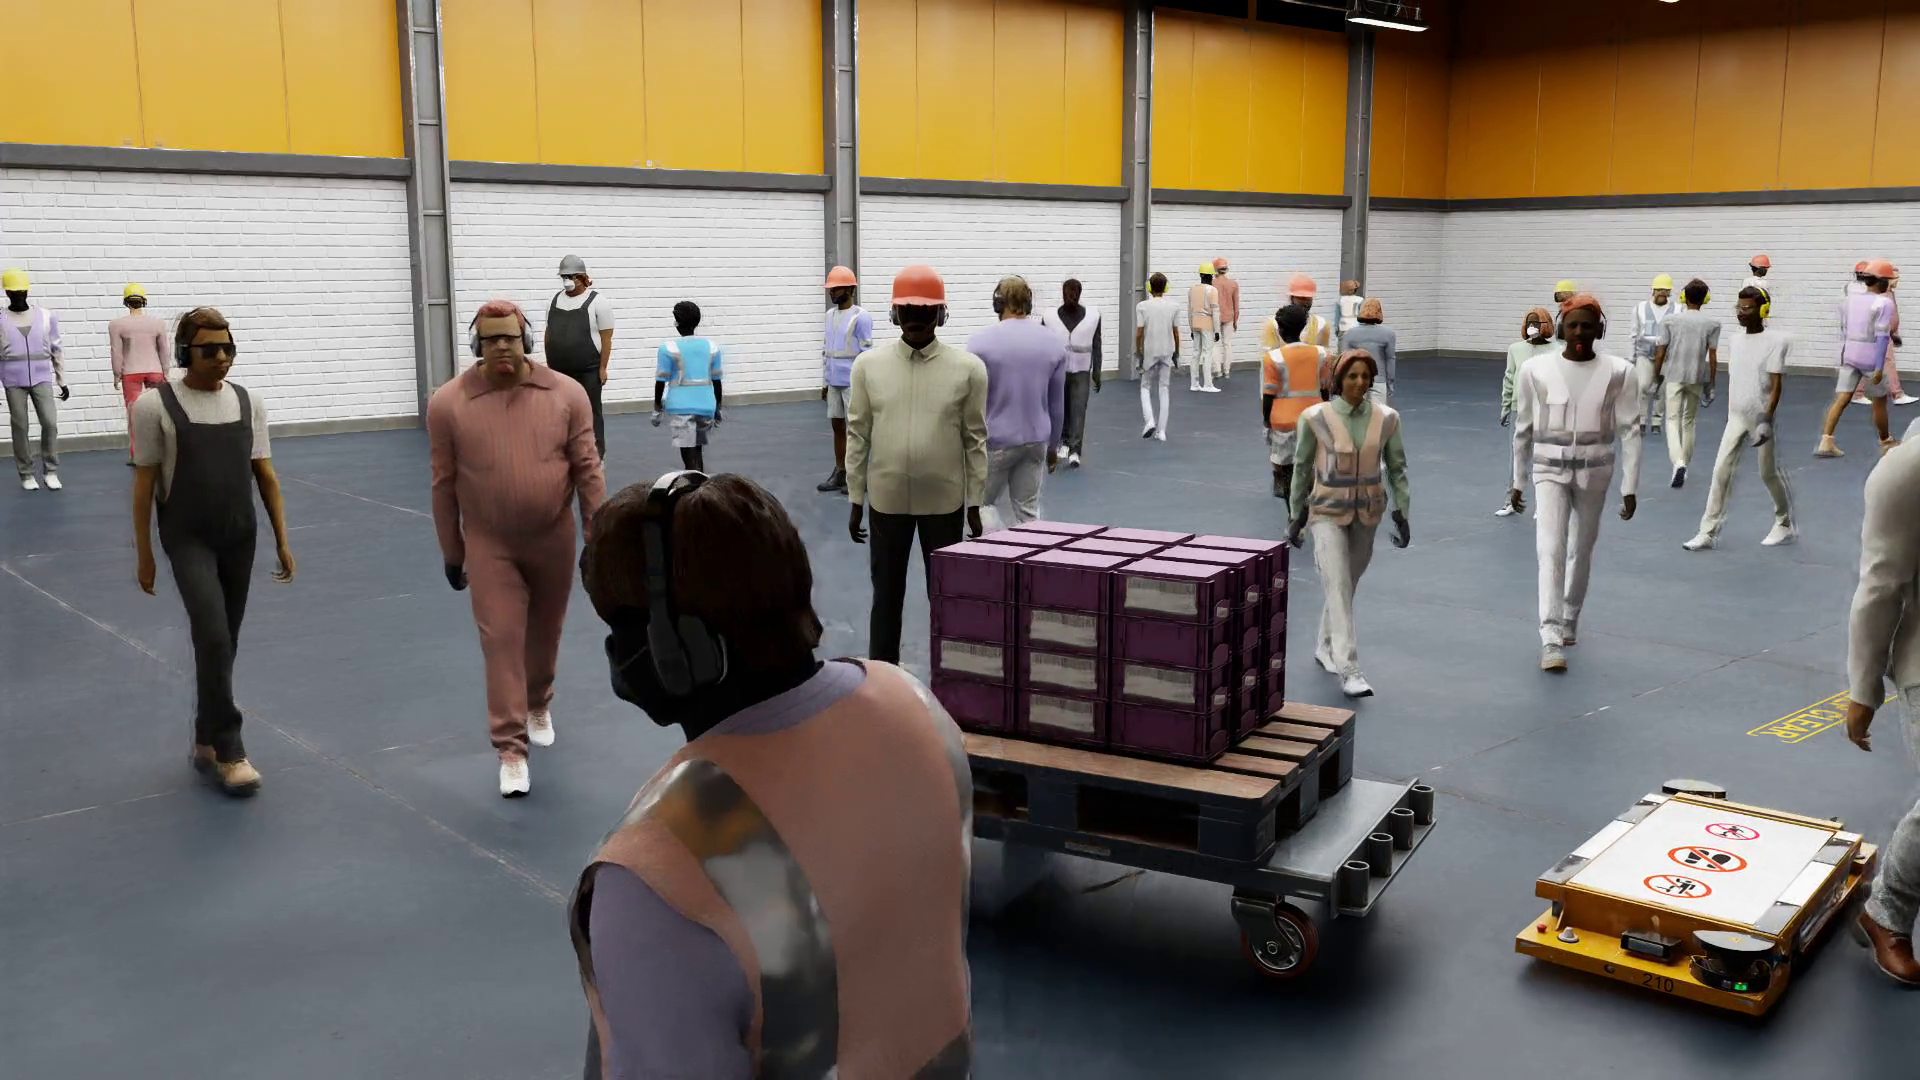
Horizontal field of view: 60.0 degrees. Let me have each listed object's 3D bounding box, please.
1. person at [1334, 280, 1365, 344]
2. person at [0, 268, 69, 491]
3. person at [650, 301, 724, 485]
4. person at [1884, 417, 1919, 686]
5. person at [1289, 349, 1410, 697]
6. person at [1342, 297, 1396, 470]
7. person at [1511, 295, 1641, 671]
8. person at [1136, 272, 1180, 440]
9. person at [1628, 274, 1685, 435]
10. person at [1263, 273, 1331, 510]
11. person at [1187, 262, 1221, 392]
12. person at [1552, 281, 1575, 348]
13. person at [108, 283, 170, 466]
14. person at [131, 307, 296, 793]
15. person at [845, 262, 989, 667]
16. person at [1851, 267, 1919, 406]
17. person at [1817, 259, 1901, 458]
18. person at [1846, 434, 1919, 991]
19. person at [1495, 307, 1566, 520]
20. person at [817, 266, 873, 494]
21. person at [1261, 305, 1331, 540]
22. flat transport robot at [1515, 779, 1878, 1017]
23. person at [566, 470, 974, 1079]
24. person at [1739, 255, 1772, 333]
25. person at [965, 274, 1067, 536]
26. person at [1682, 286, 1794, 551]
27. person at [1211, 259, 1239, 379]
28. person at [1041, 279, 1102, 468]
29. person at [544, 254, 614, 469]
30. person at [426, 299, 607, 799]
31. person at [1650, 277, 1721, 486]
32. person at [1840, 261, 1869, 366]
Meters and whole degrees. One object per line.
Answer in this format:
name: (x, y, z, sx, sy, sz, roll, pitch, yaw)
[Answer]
person: (6.450, -3.460, 27.402, 0.376, 1.623, 0.526, -10, 14, -44)
person: (-7.991, -1.361, 14.264, 0.641, 1.910, 0.639, -8, 13, -40)
person: (-2.128, -0.997, 12.829, 0.544, 1.669, 0.693, -8, 13, -40)
person: (2.975, 0.260, 4.768, 0.621, 1.911, 0.898, 8, 13, 41)
person: (1.831, -0.095, 7.790, 0.536, 1.586, 0.856, -2, 10, -9)
person: (3.854, -1.468, 15.720, 0.499, 1.634, 0.285, 3, 10, 17)
person: (3.088, -0.307, 8.357, 0.595, 1.835, 0.979, 3, 10, 17)
person: (2.182, -2.015, 18.306, 0.526, 1.855, 0.419, 0, 10, -2)
person: (7.852, -2.075, 18.732, 0.618, 1.809, 0.697, 4, 10, 22)
person: (2.741, -1.228, 13.612, 0.557, 1.893, 0.993, 0, 10, 2)
person: (3.639, -3.158, 24.761, 0.362, 1.928, 0.587, -8, 12, -38)
person: (8.081, -2.603, 22.202, 0.916, 1.695, 0.502, -3, 10, -20)
person: (-7.912, -1.593, 16.071, 0.525, 1.769, 0.311, -8, 12, -38)
person: (-2.782, 0.040, 6.322, 0.757, 1.820, 0.521, 7, 12, 36)
person: (-0.185, -0.171, 7.074, 0.611, 1.996, 0.375, 0, 10, 3)
person: (12.604, -2.743, 22.515, 0.925, 1.870, 0.647, 7, 12, 34)
person: (9.076, -1.805, 16.668, 1.049, 1.991, 0.634, -3, 10, -17)
person: (2.619, 0.373, 4.243, 0.644, 1.883, 1.081, 0, 10, 2)
person: (4.416, -0.974, 12.830, 0.499, 1.634, 0.279, 8, 13, 40)
person: (-0.994, -1.355, 14.175, 0.551, 1.936, 0.357, 9, 13, 43)
person: (2.374, -0.821, 11.774, 0.548, 1.676, 0.370, -3, 10, -14)
flat transport robot: (2.279, 1.035, 5.056, 0.652, 0.197, 1.431, 8, 12, 39)
person: (-0.138, 0.819, 1.892, 0.858, 1.808, 0.641, 6, 11, 30)
person: (12.390, -3.414, 25.919, 0.388, 2.041, 0.615, -1, 10, -8)
person: (0.300, -0.534, 9.420, 0.648, 1.917, 0.458, -4, 11, -25)
person: (5.479, -0.839, 11.495, 0.967, 1.832, 0.514, -6, 11, -30)
person: (4.313, -3.633, 27.439, 0.656, 1.980, 0.528, -3, 10, -17)
person: (1.076, -1.635, 16.233, 0.605, 1.809, 1.176, 2, 10, 10)
person: (-3.614, -1.651, 15.607, 0.679, 2.000, 0.537, 2, 10, 13)
person: (-1.734, -0.012, 6.555, 0.647, 1.865, 0.980, -4, 10, -22)
person: (6.426, -1.399, 14.734, 0.524, 1.843, 0.874, 3, 10, 15)
person: (14.594, -3.551, 27.034, 0.358, 1.938, 0.548, -7, 12, -34)
